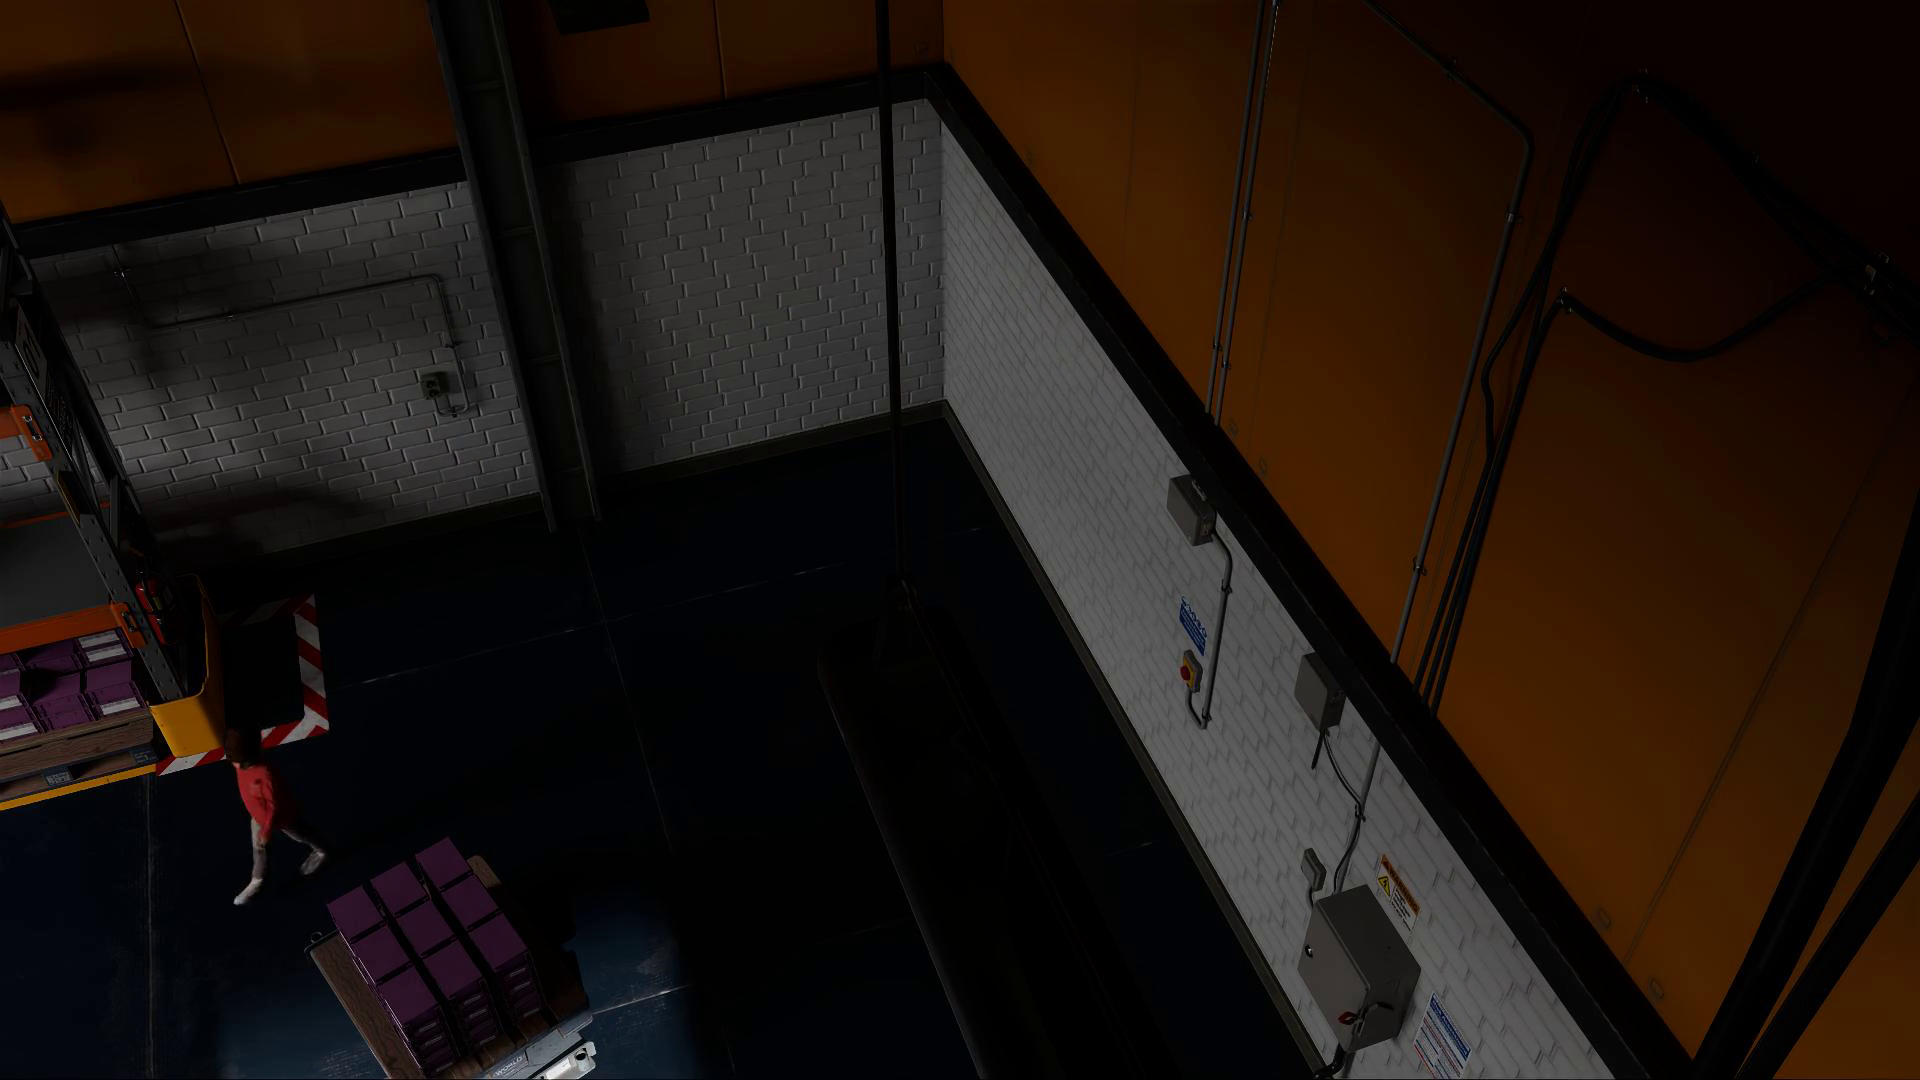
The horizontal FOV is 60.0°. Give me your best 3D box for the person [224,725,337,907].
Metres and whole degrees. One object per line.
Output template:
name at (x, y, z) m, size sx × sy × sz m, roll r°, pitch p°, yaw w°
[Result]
person at (-3.881, 1.501, 9.563) m, size 0.809 × 1.392 × 0.911 m, roll 25°, pitch 49°, yaw 24°
